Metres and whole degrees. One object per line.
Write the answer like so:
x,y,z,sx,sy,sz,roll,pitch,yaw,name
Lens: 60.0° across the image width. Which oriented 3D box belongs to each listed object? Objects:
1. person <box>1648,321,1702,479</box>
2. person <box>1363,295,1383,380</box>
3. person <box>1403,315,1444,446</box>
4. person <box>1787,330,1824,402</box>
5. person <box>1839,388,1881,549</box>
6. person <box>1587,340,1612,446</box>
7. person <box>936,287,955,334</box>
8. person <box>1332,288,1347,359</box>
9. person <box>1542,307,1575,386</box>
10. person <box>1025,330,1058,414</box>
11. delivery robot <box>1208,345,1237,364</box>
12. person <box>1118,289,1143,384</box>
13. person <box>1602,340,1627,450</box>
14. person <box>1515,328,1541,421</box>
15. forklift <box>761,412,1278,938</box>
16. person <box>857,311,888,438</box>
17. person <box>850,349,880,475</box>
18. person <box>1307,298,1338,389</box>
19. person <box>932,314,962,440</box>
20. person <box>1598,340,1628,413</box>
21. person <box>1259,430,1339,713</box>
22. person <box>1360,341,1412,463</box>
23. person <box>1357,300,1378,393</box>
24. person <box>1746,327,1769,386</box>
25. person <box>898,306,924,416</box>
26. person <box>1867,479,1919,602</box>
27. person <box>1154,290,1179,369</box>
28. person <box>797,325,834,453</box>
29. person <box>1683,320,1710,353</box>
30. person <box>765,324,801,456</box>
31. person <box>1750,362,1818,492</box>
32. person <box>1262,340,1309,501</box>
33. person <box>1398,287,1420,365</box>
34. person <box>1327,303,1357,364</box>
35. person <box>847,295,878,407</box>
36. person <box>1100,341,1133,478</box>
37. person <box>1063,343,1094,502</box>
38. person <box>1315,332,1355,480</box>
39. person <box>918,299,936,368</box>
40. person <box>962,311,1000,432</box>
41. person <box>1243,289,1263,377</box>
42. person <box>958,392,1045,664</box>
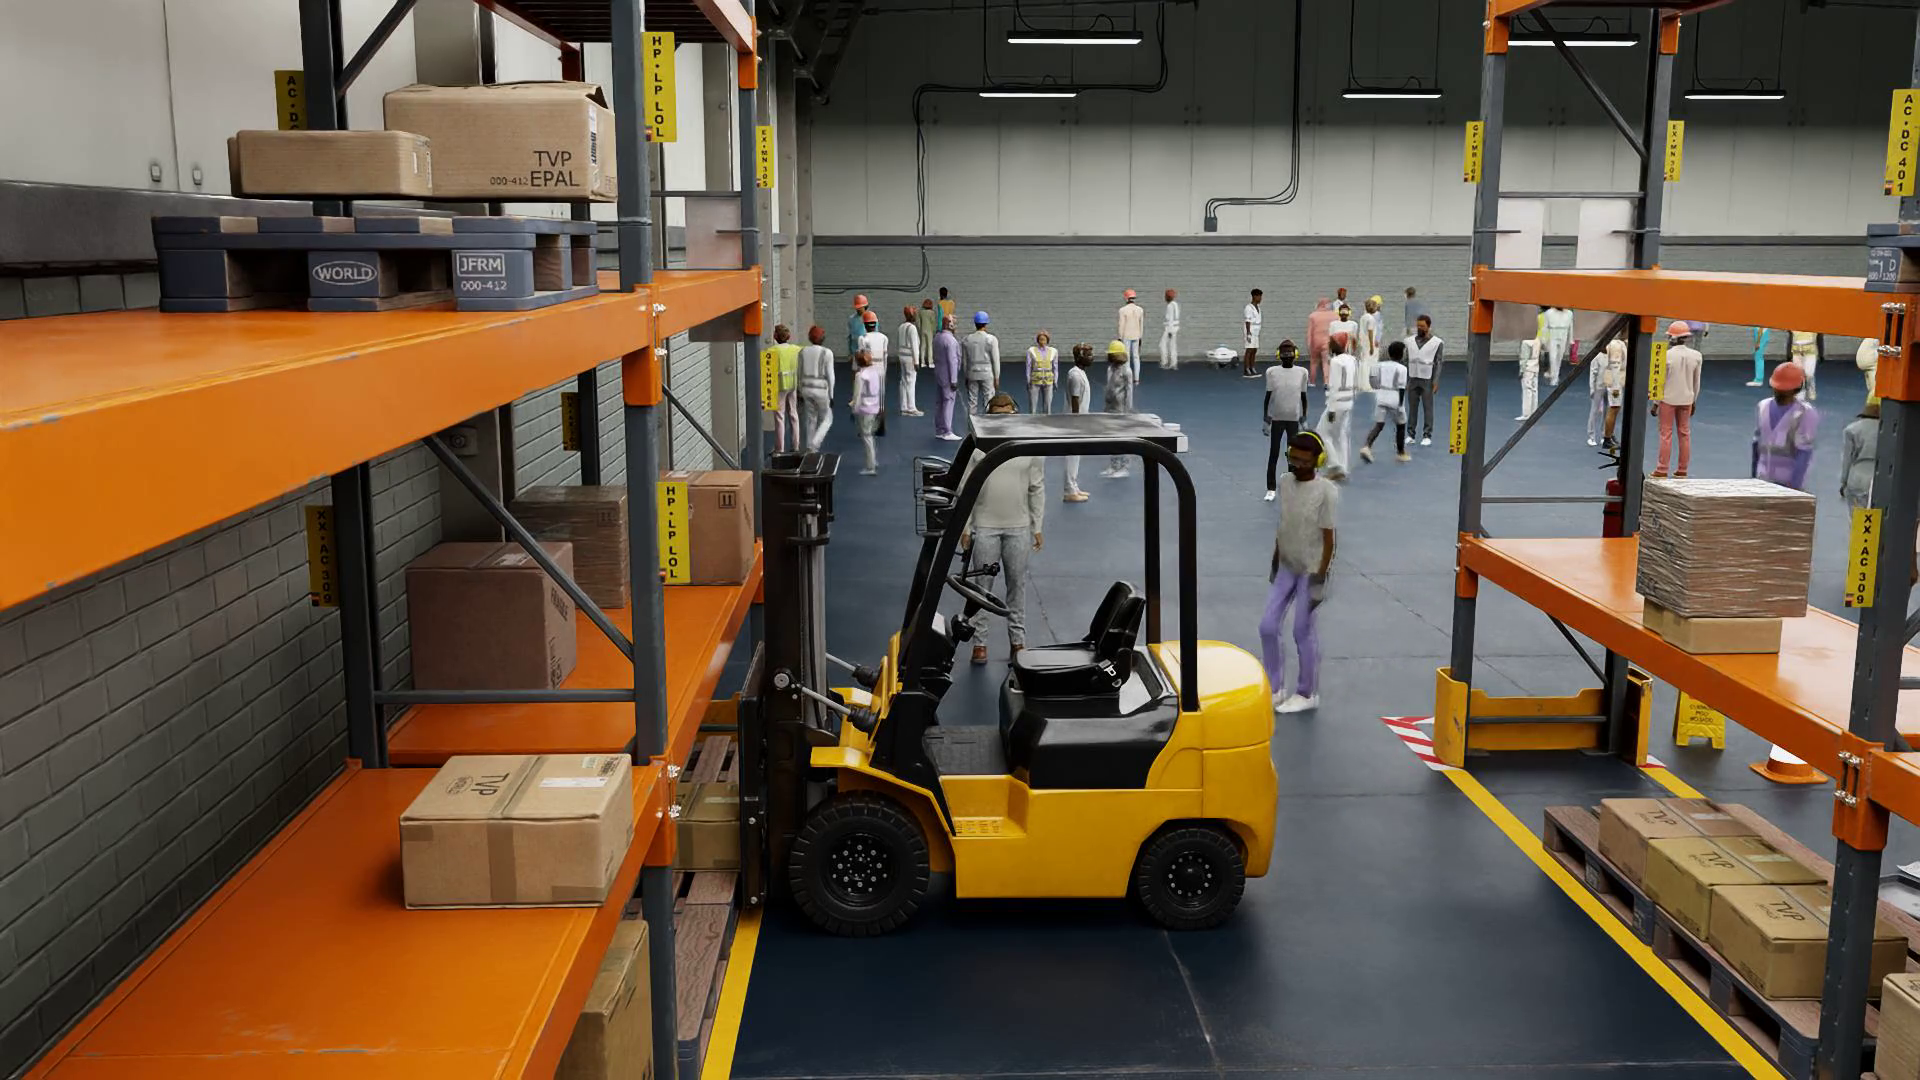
8.986,-1.745,20.909,0.612,1.994,0.383,-2,10,-9,person
8.985,-4.407,36.199,0.404,1.831,0.595,-3,11,-17,person
6.812,-2.357,24.530,0.593,1.920,0.391,9,13,40,person
15.729,-3.448,30.946,0.491,1.808,0.660,-8,13,-39,person
8.005,-0.483,14.639,0.492,1.728,0.436,6,12,32,person
9.488,-2.201,24.458,0.501,1.631,0.285,-2,10,-10,person
-0.338,-5.023,39.400,0.391,1.914,0.587,7,12,34,person
9.133,-5.128,40.057,0.355,1.887,0.574,4,11,22,person
12.399,-4.103,34.359,0.619,1.876,0.938,1,10,3,person
1.252,-2.392,25.506,0.512,1.639,0.312,-2,10,-10,person
6.188,-4.359,39.224,0.707,0.478,0.477,-7,13,-35,delivery robot
3.551,-4.237,34.787,0.622,1.993,0.381,-6,12,-31,person
9.513,-2.265,24.007,0.393,1.927,0.550,5,11,25,person
9.533,-2.816,27.880,0.543,1.639,0.323,-10,14,-43,person
0.291,0.548,7.580,2.313,2.155,1.214,0,10,-2,forklift
-1.360,-2.531,25.455,0.547,1.934,0.376,-9,14,-41,person
-1.238,-1.637,21.327,0.421,1.624,0.532,5,11,25,person
7.381,-4.010,33.938,0.628,1.855,1.011,1,10,4,person
-0.177,-2.454,25.133,0.399,1.900,0.644,-4,11,-23,person
11.372,-3.122,28.996,0.509,1.846,0.342,0,10,2,person
2.055,0.219,10.416,0.633,1.832,0.593,-7,13,-36,person
5.775,-1.856,22.450,0.797,1.669,0.535,-7,12,-35,person
8.100,-3.843,33.039,0.351,1.838,0.506,-1,10,-6,person
16.604,-4.109,34.540,0.354,1.835,0.517,6,12,28,person
-0.867,-3.071,28.607,0.355,1.883,0.572,-5,11,-28,person
6.196,0.099,11.041,0.389,1.850,0.564,2,10,9,person
4.835,-4.934,39.024,0.620,1.865,0.596,4,11,23,person
-1.965,-1.990,22.627,0.608,1.864,0.434,5,11,26,person
17.705,-5.131,40.002,0.599,1.908,0.556,5,11,26,person
-2.455,-2.078,23.177,0.564,1.846,0.390,-7,13,-36,person
7.047,-0.557,14.378,1.070,1.964,0.671,-5,11,-27,person
3.759,-1.377,19.212,0.531,1.868,0.318,1,10,5,person
10.710,-5.074,39.659,0.435,1.920,0.652,7,12,34,person
6.941,-3.357,30.230,0.512,1.876,0.325,3,11,15,person
-1.777,-3.403,30.037,0.605,2.036,0.383,4,11,22,person
1.988,-1.666,21.176,0.323,1.741,0.492,-6,12,-30,person
1.362,-1.354,19.189,0.351,1.837,0.502,1,10,8,person
4.687,-1.670,20.824,0.462,1.868,0.590,8,13,36,person
-0.772,-4.923,39.616,0.498,1.634,0.280,8,13,37,person
0.319,-2.447,24.950,0.605,1.948,0.385,4,11,24,person
6.485,-4.578,36.797,0.382,1.958,0.606,6,12,32,person
0.295,-0.084,11.812,0.632,1.939,0.368,-1,10,-7,person
